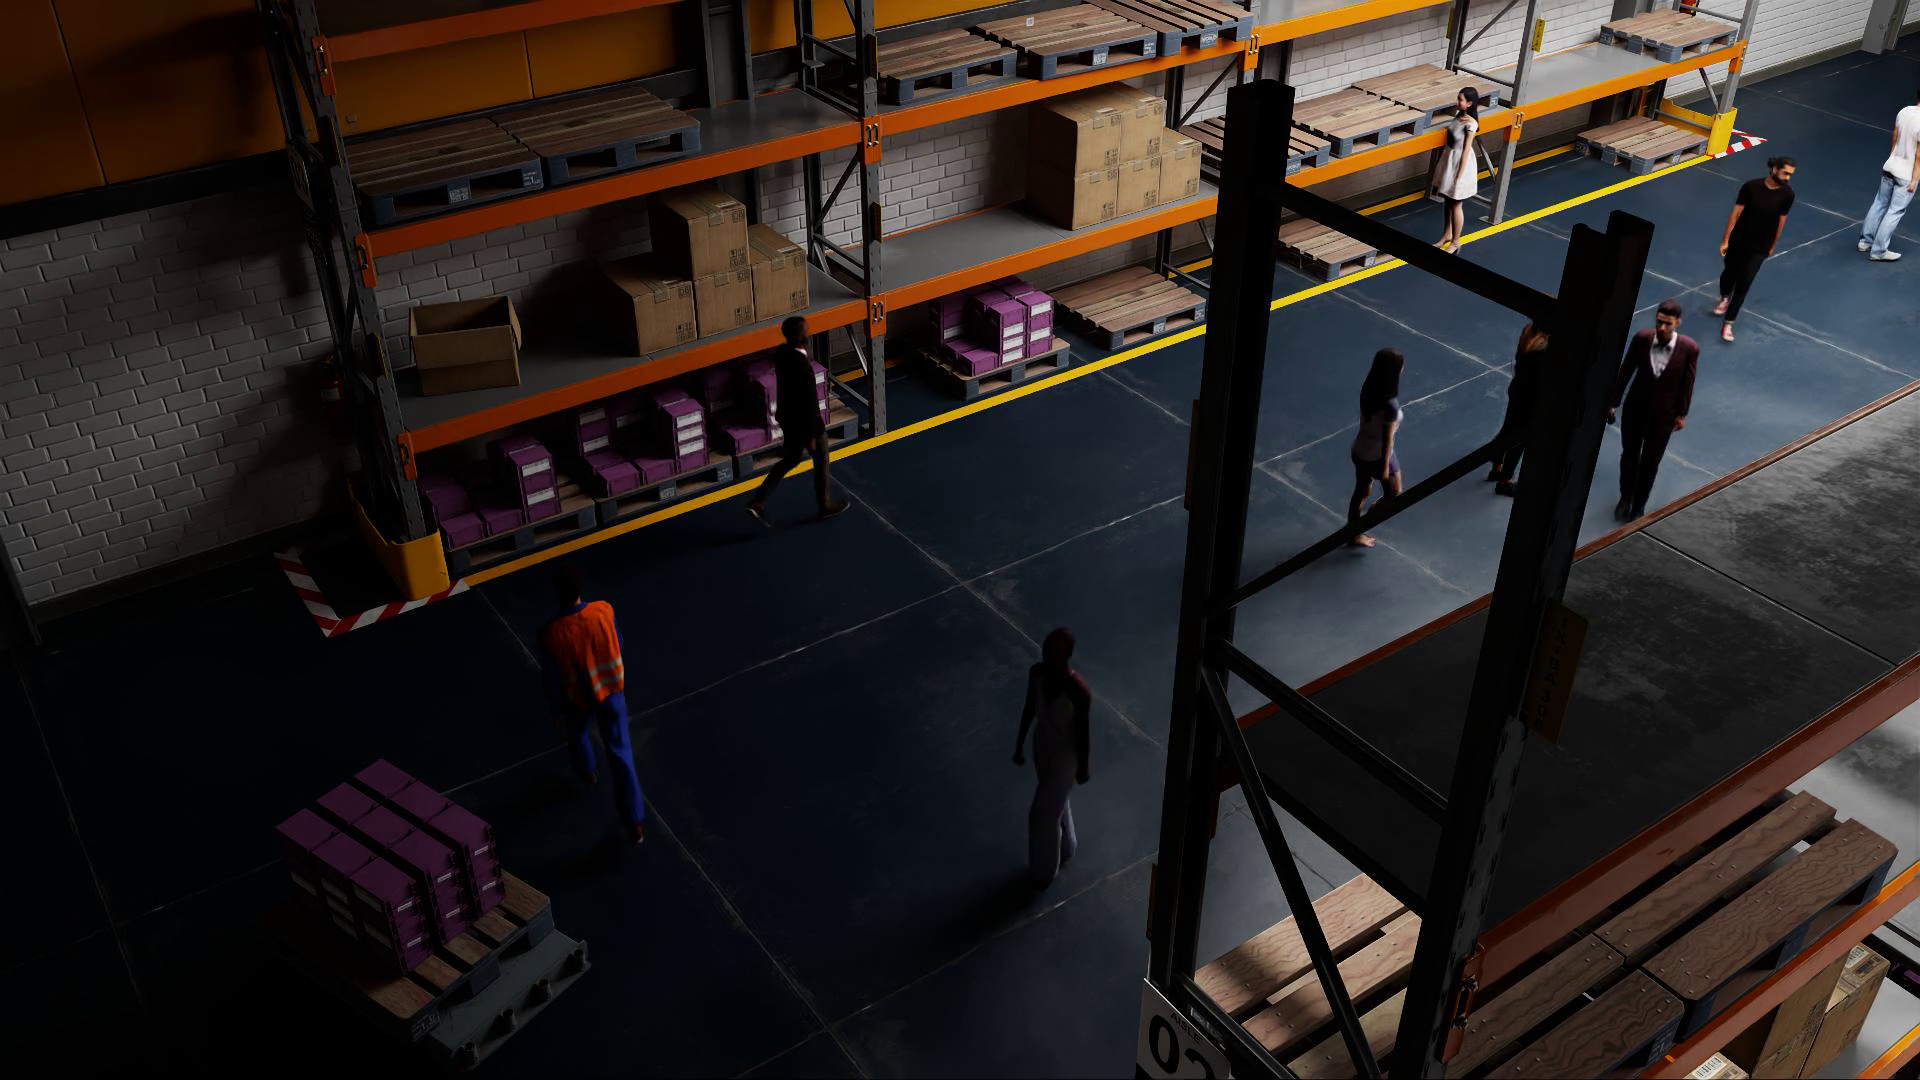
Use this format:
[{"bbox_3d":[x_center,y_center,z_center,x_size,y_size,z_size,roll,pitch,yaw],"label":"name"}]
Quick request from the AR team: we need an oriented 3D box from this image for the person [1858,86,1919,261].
[{"bbox_3d":[9.610,-3.781,16.971,0.739,1.861,0.754,-5,34,-7],"label":"person"}]

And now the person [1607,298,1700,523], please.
[{"bbox_3d":[5.356,-1.041,12.859,0.809,1.849,0.779,20,38,27],"label":"person"}]

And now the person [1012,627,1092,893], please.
[{"bbox_3d":[0.620,1.201,9.559,0.752,1.769,0.638,-27,42,-34],"label":"person"}]

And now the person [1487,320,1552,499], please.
[{"bbox_3d":[4.461,-1.168,13.180,0.738,1.704,0.714,-4,34,-6],"label":"person"}]

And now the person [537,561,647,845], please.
[{"bbox_3d":[-2.142,0.983,9.840,1.216,1.820,0.871,-16,37,-23],"label":"person"}]

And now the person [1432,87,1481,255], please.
[{"bbox_3d":[5.088,-3.773,17.042,0.799,1.769,0.775,-3,34,-4],"label":"person"}]

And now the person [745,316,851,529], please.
[{"bbox_3d":[-1.291,-0.852,12.643,1.083,1.774,0.662,-21,39,-28],"label":"person"}]

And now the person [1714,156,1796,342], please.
[{"bbox_3d":[7.412,-2.811,15.643,1.017,1.715,1.235,17,37,23],"label":"person"}]

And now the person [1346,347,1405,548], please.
[{"bbox_3d":[3.026,-0.648,12.404,0.685,1.699,0.687,-10,35,-14],"label":"person"}]
